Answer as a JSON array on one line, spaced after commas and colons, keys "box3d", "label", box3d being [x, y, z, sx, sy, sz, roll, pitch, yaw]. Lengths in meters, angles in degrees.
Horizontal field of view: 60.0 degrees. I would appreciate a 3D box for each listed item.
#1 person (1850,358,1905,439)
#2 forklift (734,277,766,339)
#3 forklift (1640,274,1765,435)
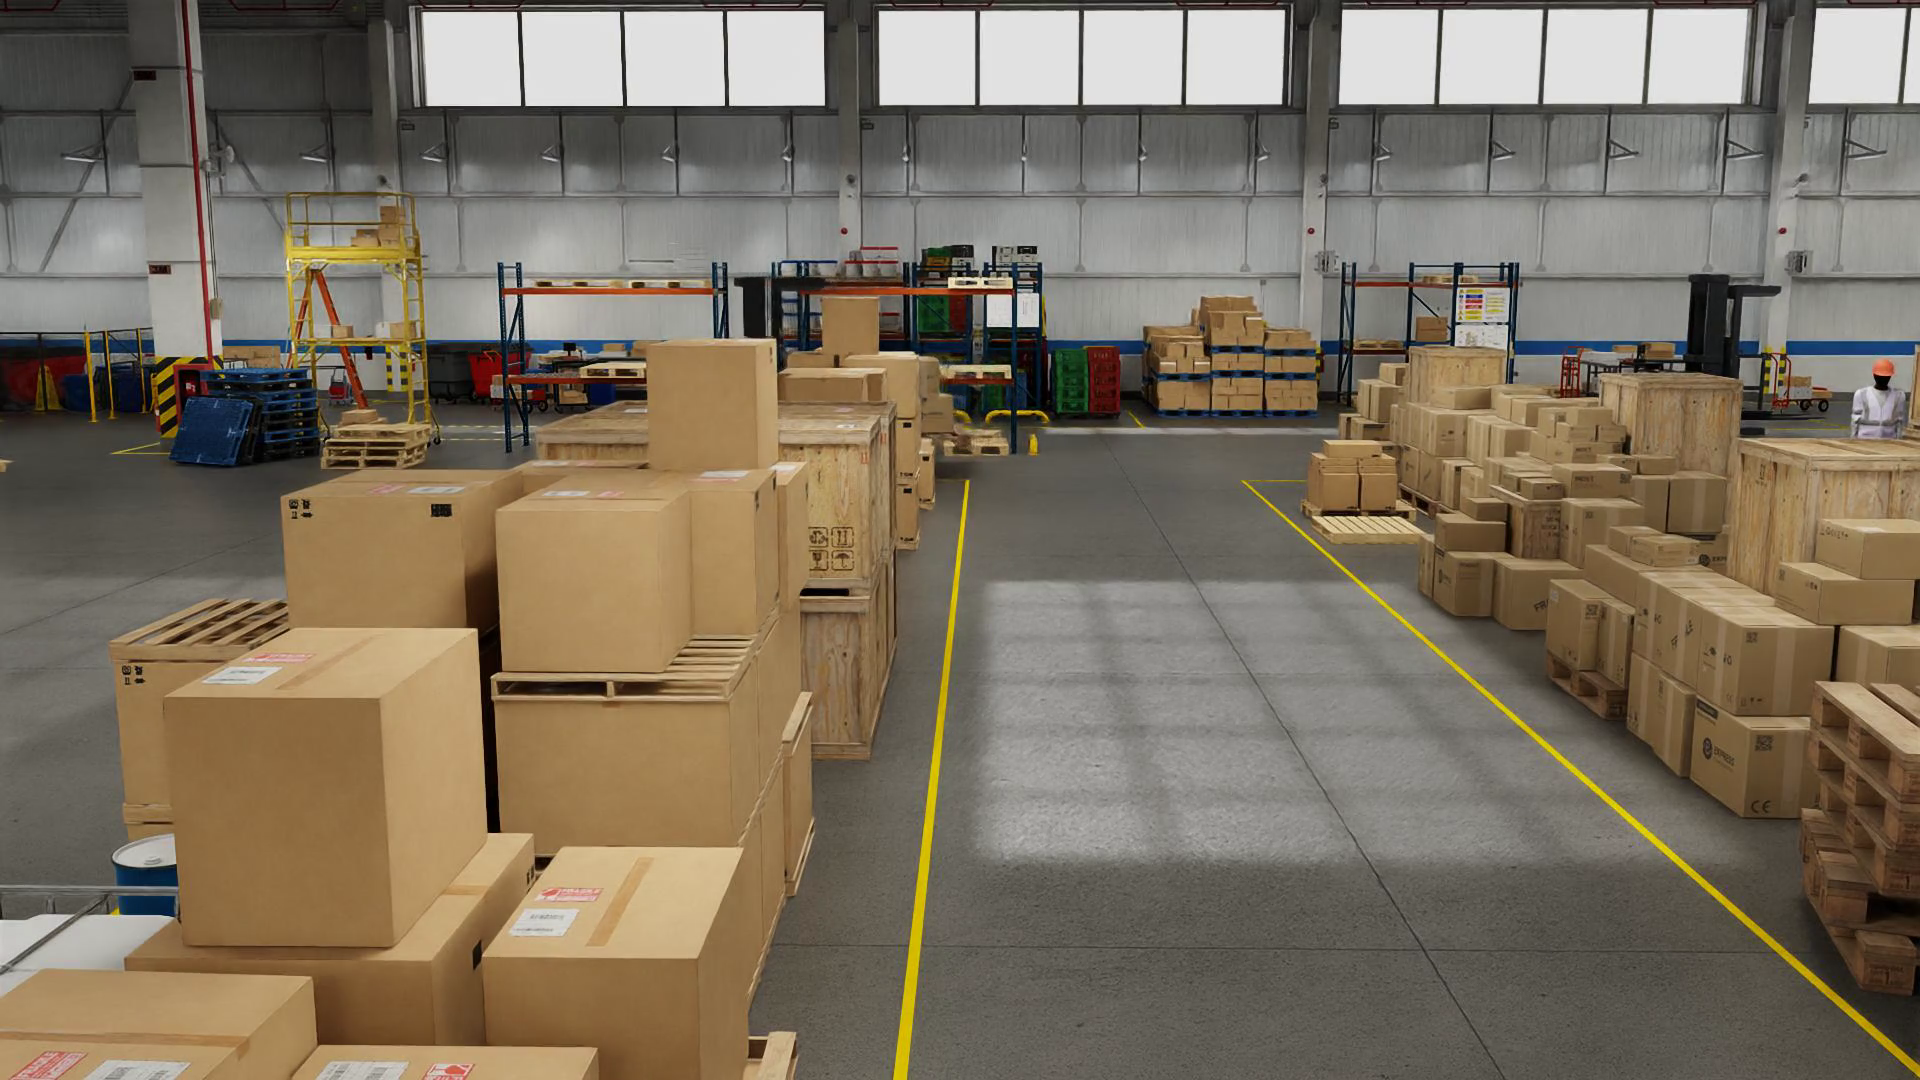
[{"box3d": [10.632, -1.141, 19.296, 0.552, 1.932, 0.377, 3, 10, 16], "label": "person"}, {"box3d": [-2.966, -2.392, 23.964, 1.873, 2.768, 1.129, -1, 10, -6], "label": "forklift"}, {"box3d": [13.064, -3.274, 29.248, 1.873, 2.768, 1.129, 0, 9, 1], "label": "forklift"}]
